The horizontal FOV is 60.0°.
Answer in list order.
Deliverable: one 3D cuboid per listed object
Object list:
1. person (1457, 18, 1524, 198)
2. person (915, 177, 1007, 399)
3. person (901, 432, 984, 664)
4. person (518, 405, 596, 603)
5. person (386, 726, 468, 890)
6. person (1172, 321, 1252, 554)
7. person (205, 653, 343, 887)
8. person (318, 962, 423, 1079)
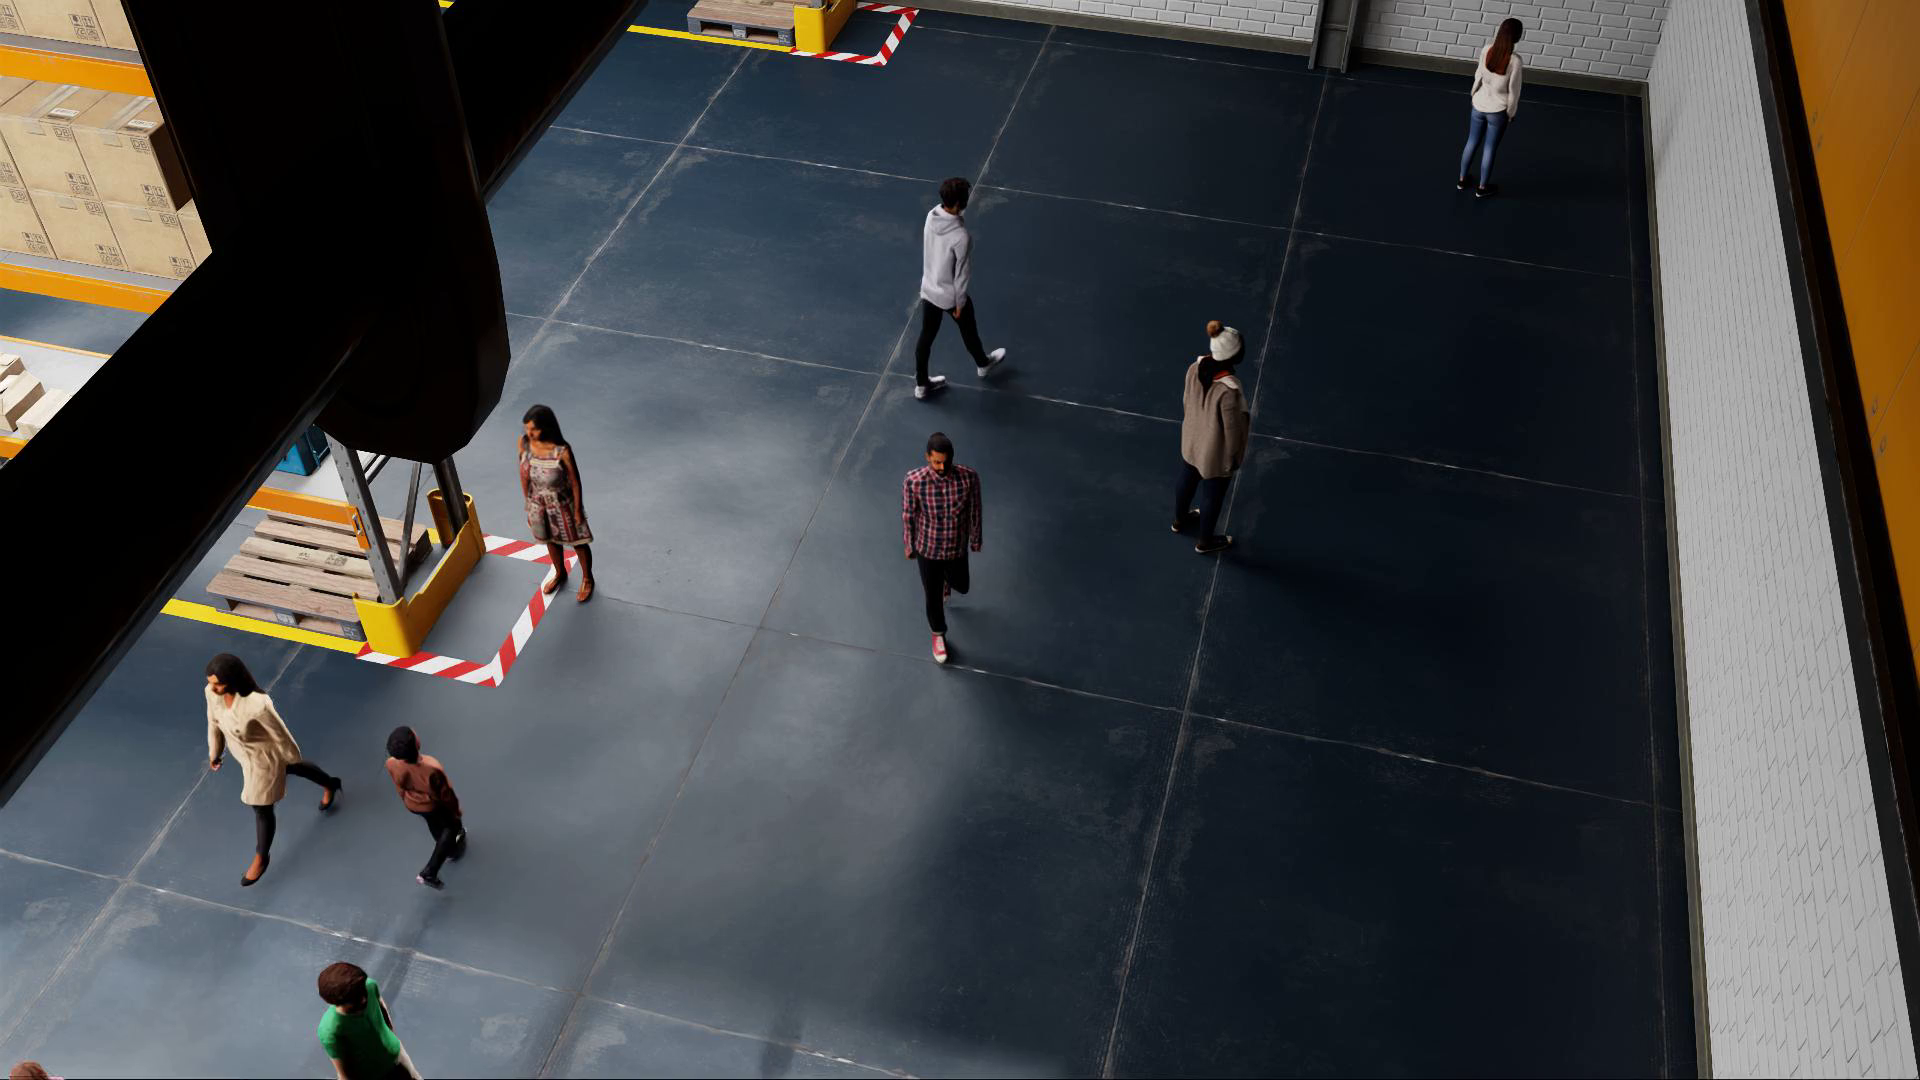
[{"bbox_3d":[4.860,-3.948,15.192,0.768,1.693,0.672,-31,51,-28],"label":"person"},{"bbox_3d":[-0.198,-1.896,12.895,1.095,1.890,1.139,-34,53,-31],"label":"person"},{"bbox_3d":[-0.124,-0.032,11.046,1.016,1.742,0.988,-6,44,-6],"label":"person"},{"bbox_3d":[-2.759,-0.267,11.363,0.469,1.645,0.716,13,45,13],"label":"person"},{"bbox_3d":[-3.130,1.564,9.731,0.675,1.246,0.576,10,45,10],"label":"person"},{"bbox_3d":[1.742,-0.729,11.663,0.884,1.899,0.822,-22,48,-21],"label":"person"},{"bbox_3d":[-4.057,1.202,9.832,1.103,1.629,0.914,23,48,23],"label":"person"},{"bbox_3d":[-3.025,2.617,8.345,1.084,1.632,0.699,18,46,18],"label":"person"}]
